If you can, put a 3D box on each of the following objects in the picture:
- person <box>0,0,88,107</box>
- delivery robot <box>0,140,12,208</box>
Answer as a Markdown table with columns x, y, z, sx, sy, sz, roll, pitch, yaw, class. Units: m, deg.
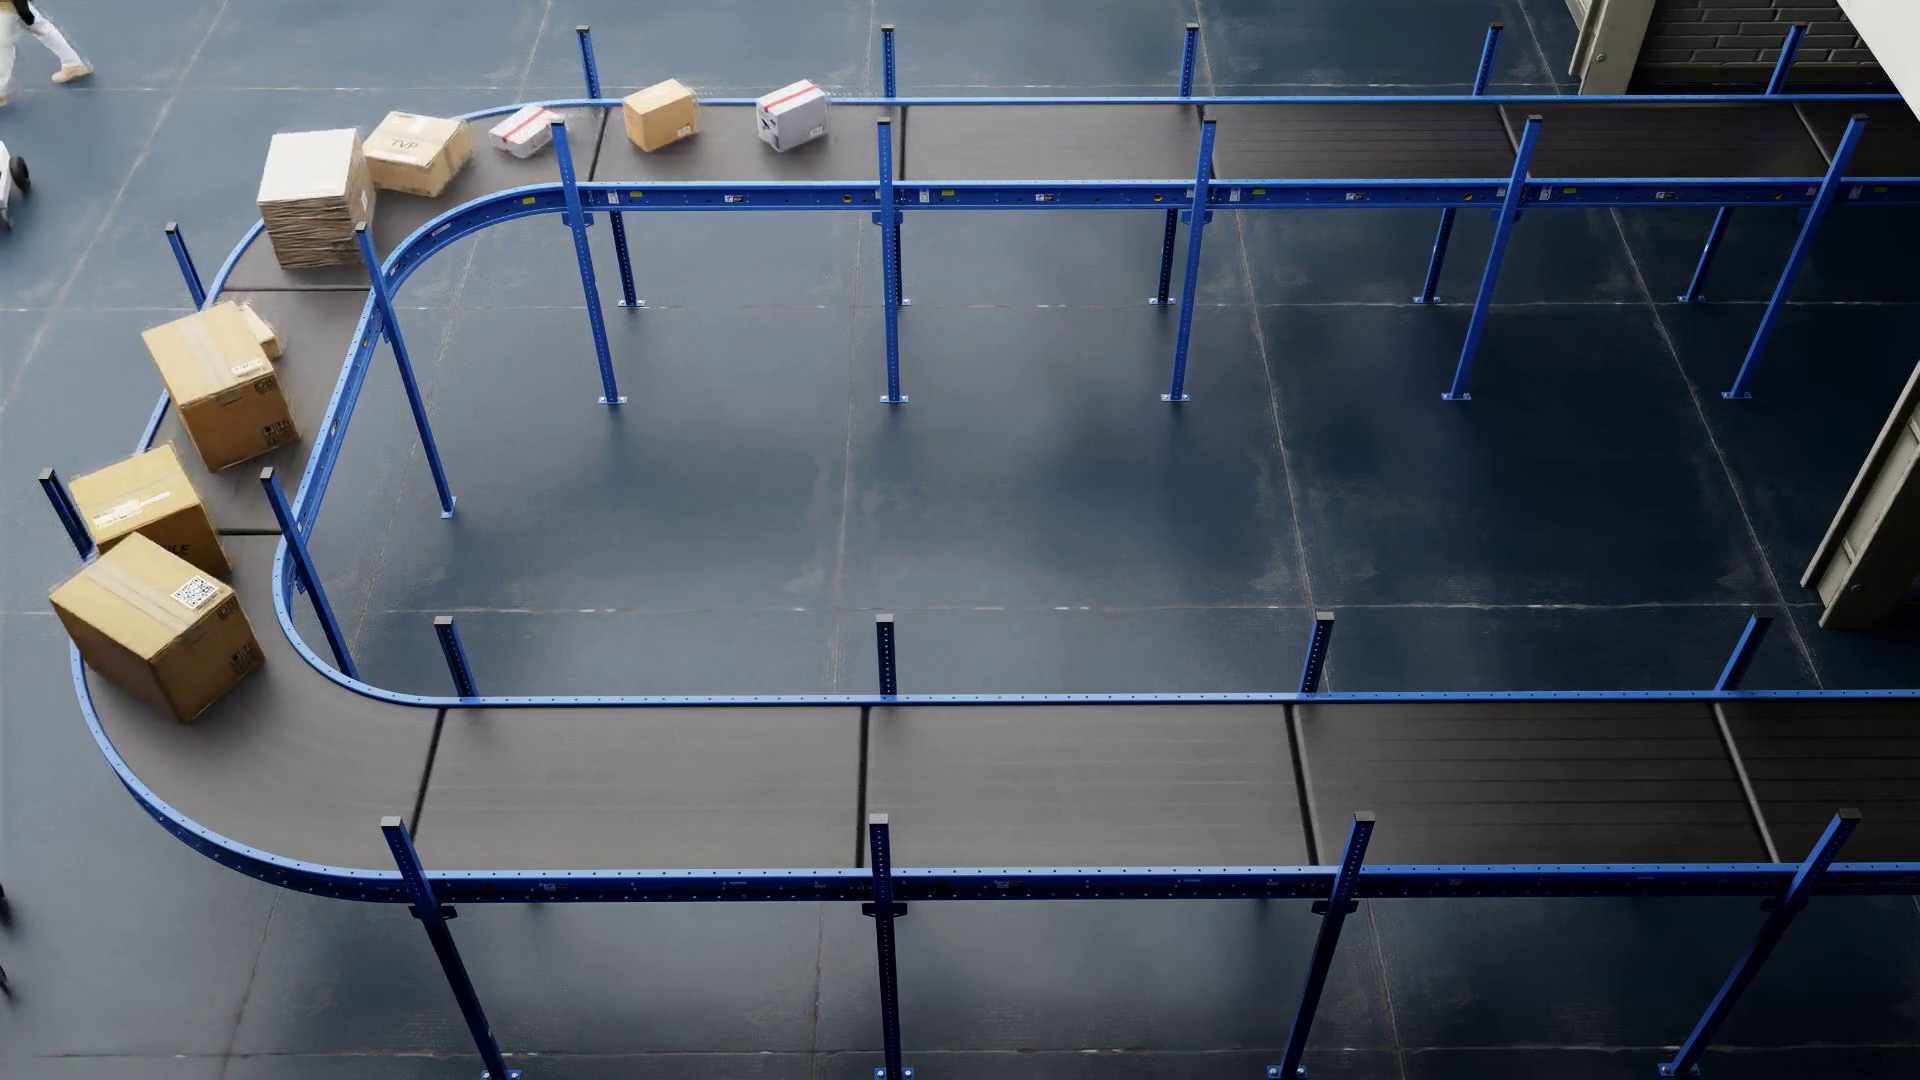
| x | y | z | sx | sy | sz | roll | pitch | yaw | class |
| --- | --- | --- | --- | --- | --- | --- | --- | --- | --- |
| -8.014 | -4.494 | 14.258 | 1.007 | 1.781 | 0.652 | -29 | 54 | -25 | person |
| -7.714 | -2.874 | 13.533 | 0.477 | 0.478 | 0.707 | -11 | 48 | -11 | delivery robot |
